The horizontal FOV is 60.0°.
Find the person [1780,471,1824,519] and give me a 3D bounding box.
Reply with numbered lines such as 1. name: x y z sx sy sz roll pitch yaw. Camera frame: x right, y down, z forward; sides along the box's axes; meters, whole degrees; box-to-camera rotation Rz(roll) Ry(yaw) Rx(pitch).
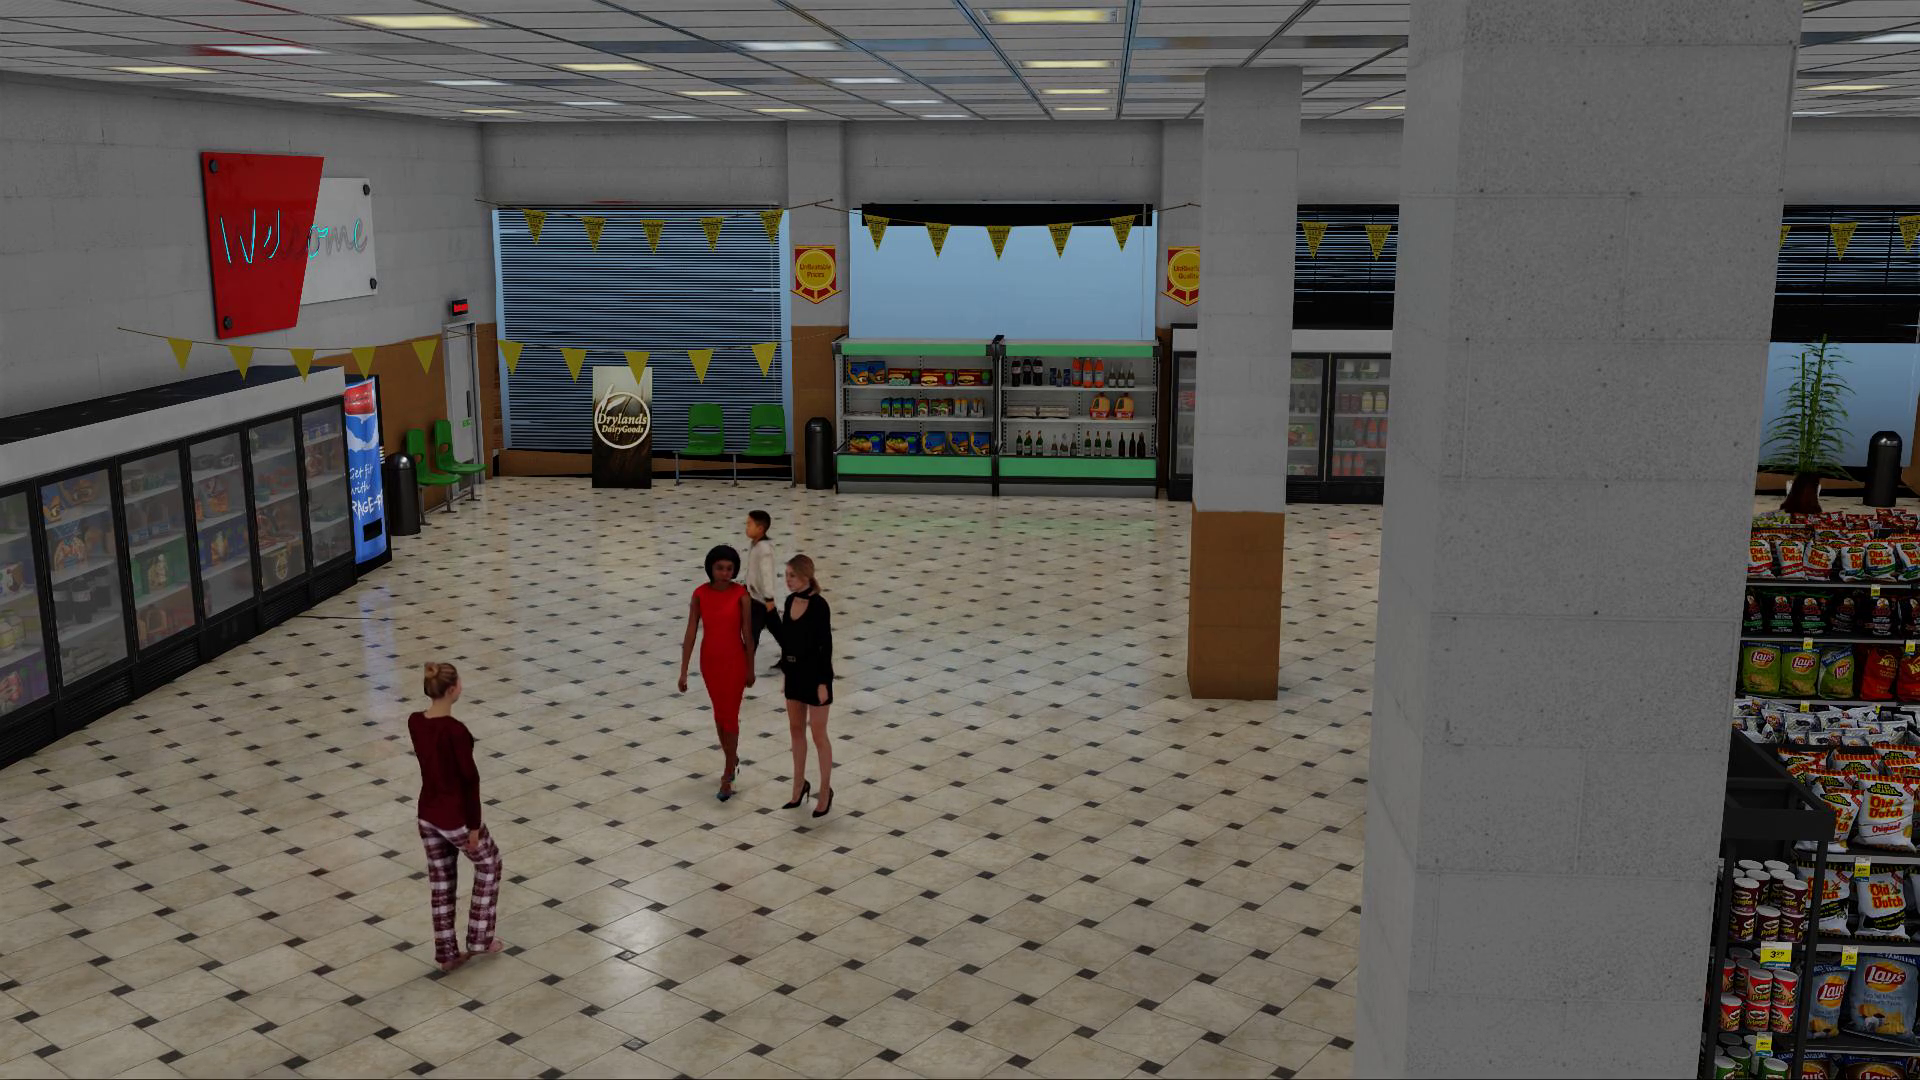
1. person: 7.450 0.205 14.917 1.193 1.603 1.002 -6 13 -27

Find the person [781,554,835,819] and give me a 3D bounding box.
1. person: -1.010 0.950 10.981 0.632 1.767 0.724 10 15 38

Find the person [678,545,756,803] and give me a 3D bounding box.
1. person: -1.599 0.869 11.475 0.850 1.722 0.731 2 12 12

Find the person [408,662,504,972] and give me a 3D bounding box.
1. person: -2.729 1.499 8.737 0.654 1.619 0.783 5 13 23
